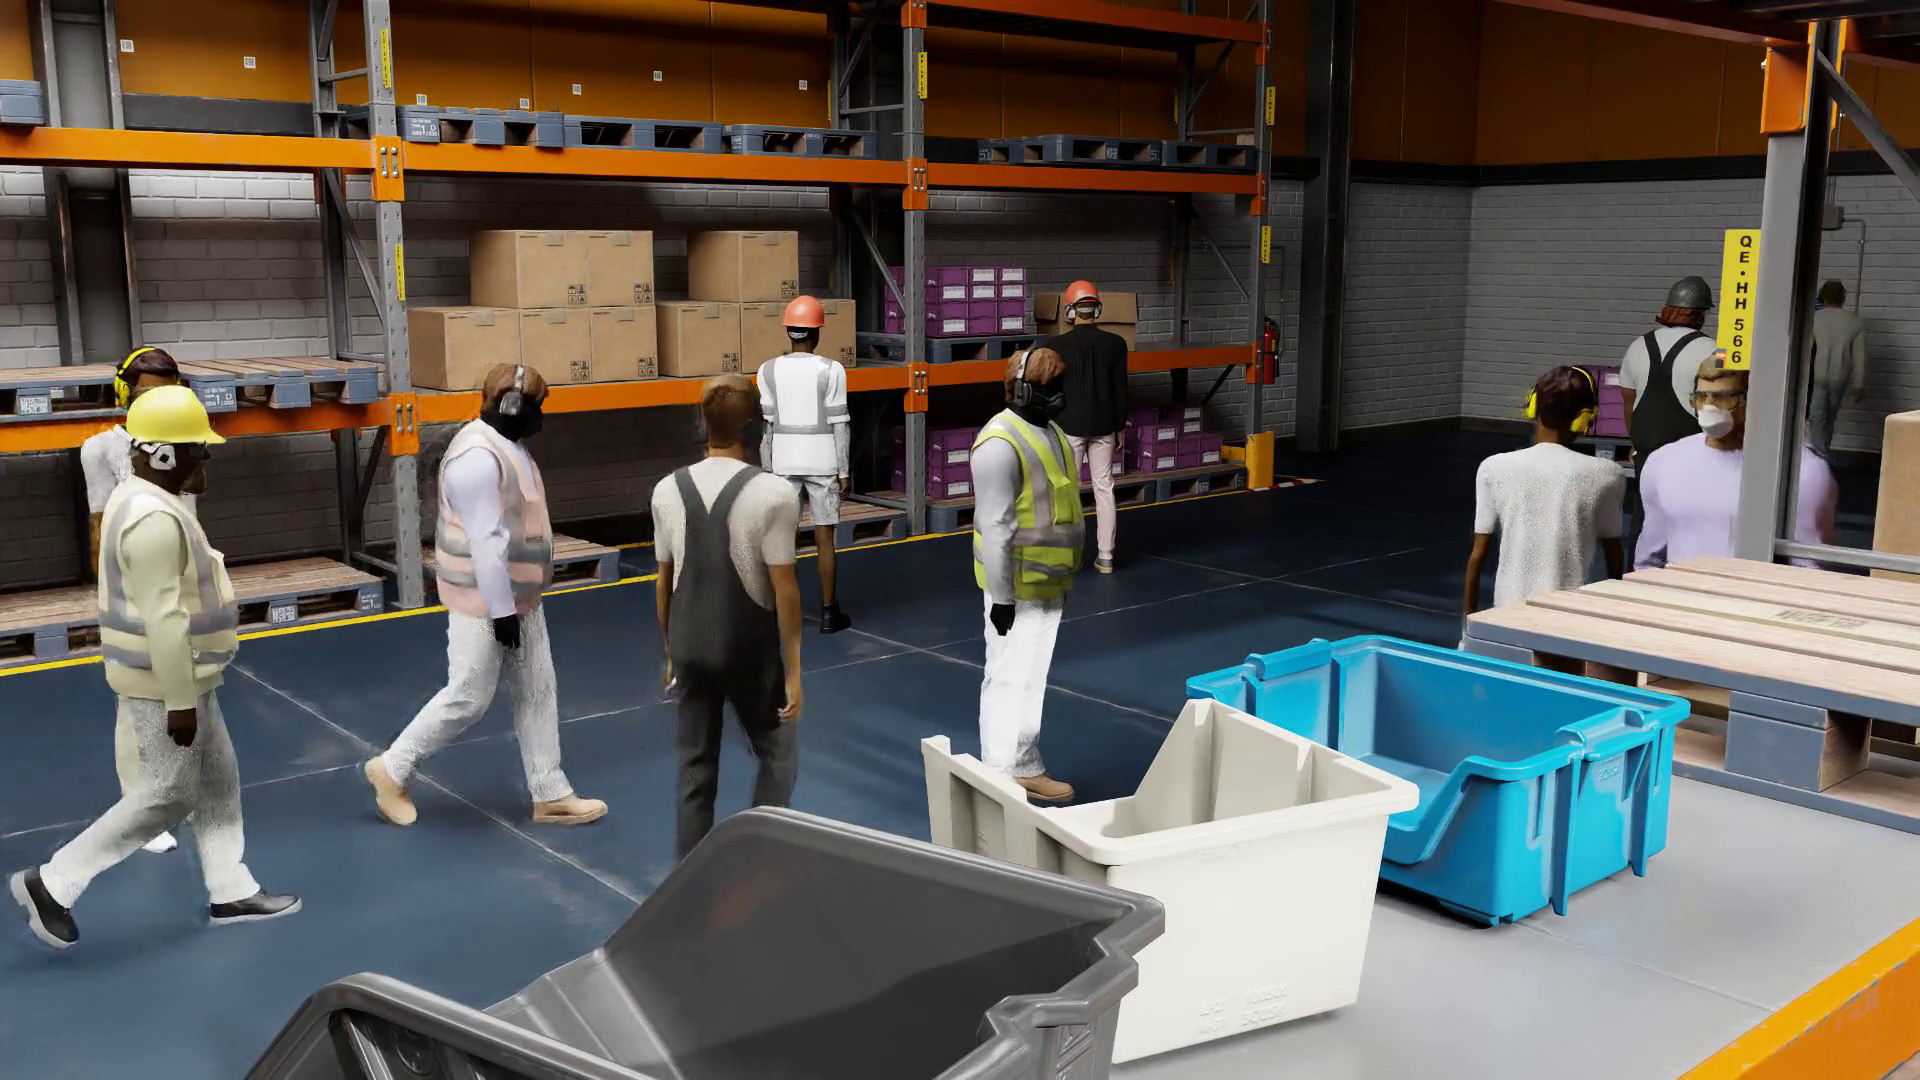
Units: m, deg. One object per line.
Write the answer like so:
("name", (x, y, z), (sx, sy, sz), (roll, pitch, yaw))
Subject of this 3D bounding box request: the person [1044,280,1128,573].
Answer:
("person", (0.834, -0.749, 11.239), (0.609, 1.986, 0.390), (-3, 10, -15))

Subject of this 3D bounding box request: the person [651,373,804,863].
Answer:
("person", (-0.732, 0.392, 5.284), (0.549, 1.820, 0.564), (3, 11, 16))

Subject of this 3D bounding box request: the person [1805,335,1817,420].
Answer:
("person", (6.899, -1.154, 13.990), (0.666, 1.814, 0.607), (-2, 10, -10))

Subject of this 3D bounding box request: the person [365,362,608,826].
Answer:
("person", (-1.844, 0.221, 6.363), (0.855, 1.799, 0.633), (1, 10, 4))

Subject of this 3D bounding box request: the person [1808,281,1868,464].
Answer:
("person", (8.161, -1.494, 15.715), (0.639, 1.890, 1.010), (2, 10, 10))

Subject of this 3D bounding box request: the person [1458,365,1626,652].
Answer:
("person", (2.080, 0.290, 5.898), (0.498, 1.810, 0.978), (7, 12, 34))

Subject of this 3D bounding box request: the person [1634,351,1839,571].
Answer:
("person", (2.515, 0.324, 5.435), (0.798, 1.914, 0.636), (-9, 13, -41))

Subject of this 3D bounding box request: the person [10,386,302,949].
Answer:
("person", (-2.577, 0.417, 5.243), (0.759, 1.802, 0.615), (-5, 11, -27))

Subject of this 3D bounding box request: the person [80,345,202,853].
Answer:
("person", (-2.977, 0.210, 6.214), (0.328, 1.865, 0.521), (4, 11, 24))

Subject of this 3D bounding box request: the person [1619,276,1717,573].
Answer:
("person", (4.466, -0.610, 10.306), (0.538, 2.000, 0.687), (-7, 12, -34))

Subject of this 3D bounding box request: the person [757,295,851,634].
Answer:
("person", (-0.883, -0.424, 9.548), (0.543, 1.939, 0.360), (2, 10, 11))

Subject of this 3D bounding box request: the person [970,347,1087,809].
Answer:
("person", (0.276, 0.172, 6.488), (0.430, 1.843, 0.625), (5, 11, 24))
